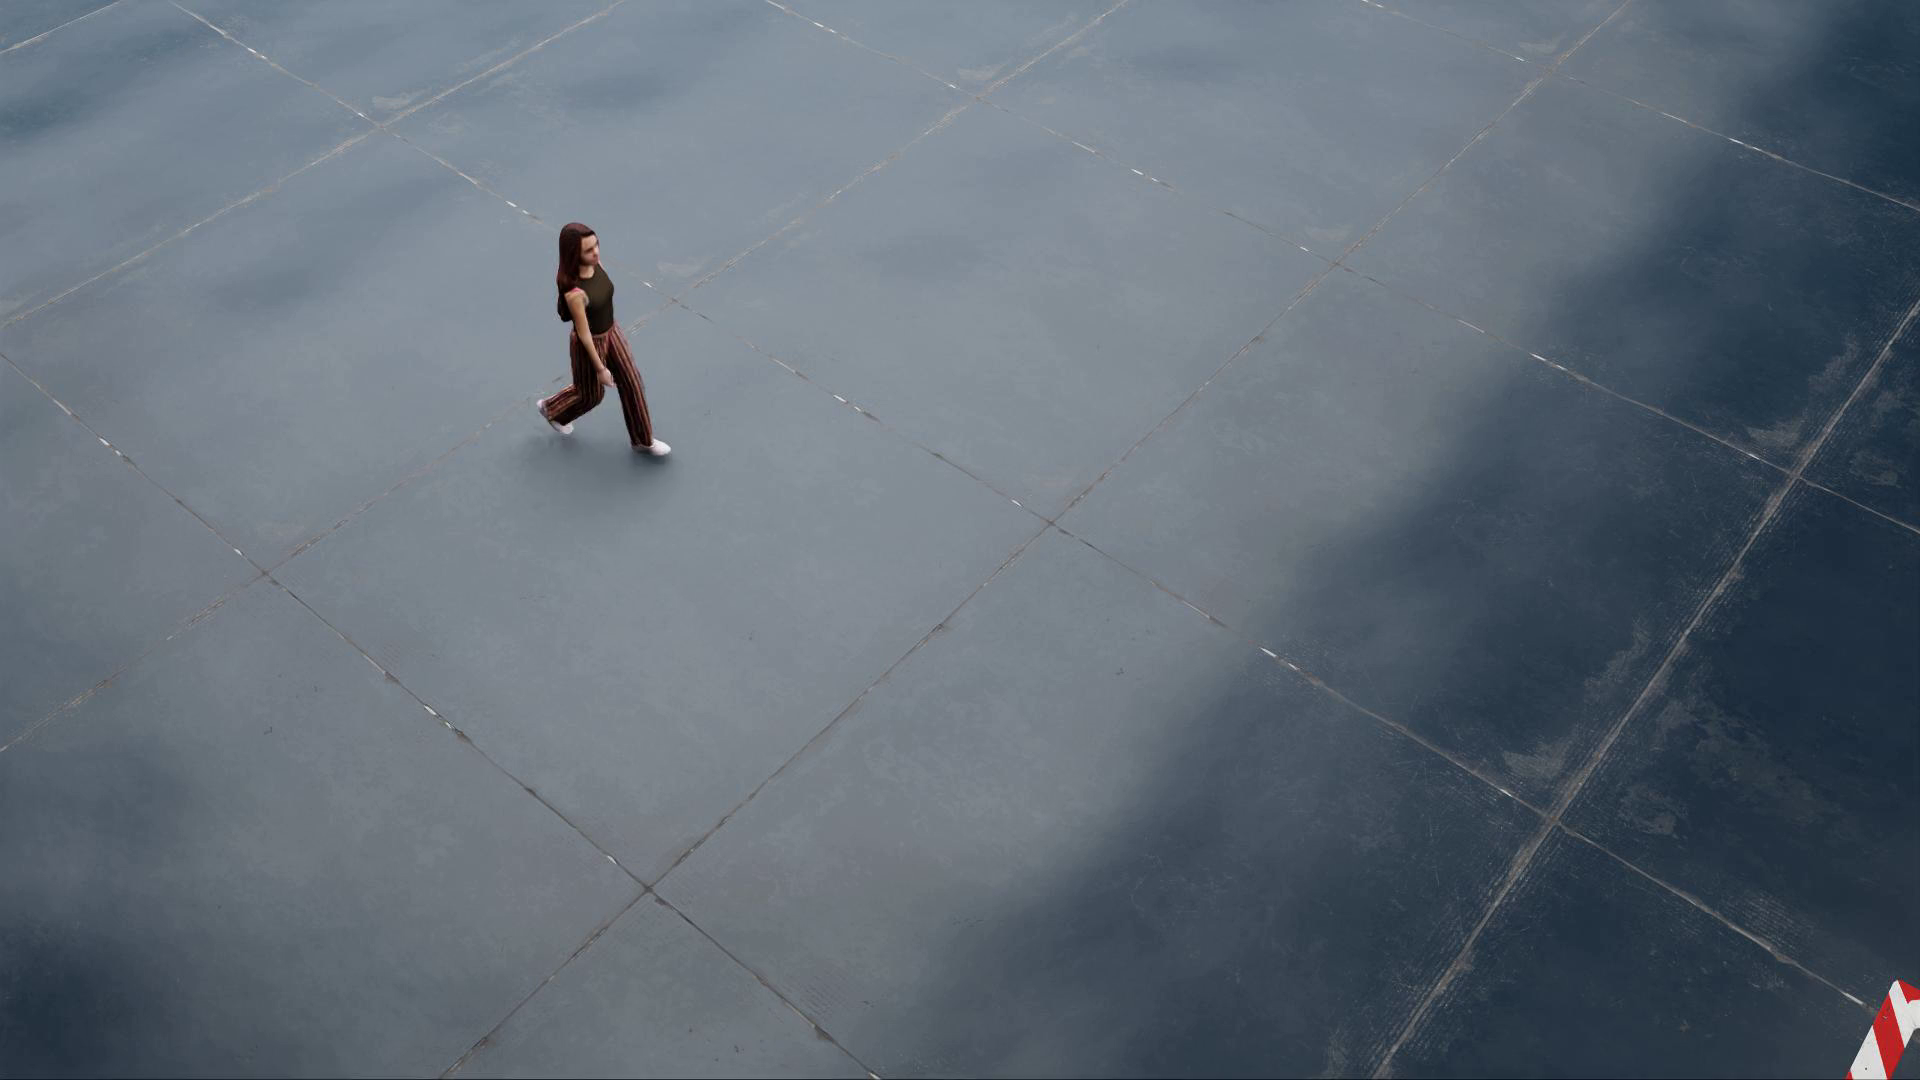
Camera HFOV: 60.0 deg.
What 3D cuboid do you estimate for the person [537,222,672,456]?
[{"bbox_3d":[-2.045,-1.070,9.004,1.068,1.542,0.748,16,49,14],"label":"person"}]
